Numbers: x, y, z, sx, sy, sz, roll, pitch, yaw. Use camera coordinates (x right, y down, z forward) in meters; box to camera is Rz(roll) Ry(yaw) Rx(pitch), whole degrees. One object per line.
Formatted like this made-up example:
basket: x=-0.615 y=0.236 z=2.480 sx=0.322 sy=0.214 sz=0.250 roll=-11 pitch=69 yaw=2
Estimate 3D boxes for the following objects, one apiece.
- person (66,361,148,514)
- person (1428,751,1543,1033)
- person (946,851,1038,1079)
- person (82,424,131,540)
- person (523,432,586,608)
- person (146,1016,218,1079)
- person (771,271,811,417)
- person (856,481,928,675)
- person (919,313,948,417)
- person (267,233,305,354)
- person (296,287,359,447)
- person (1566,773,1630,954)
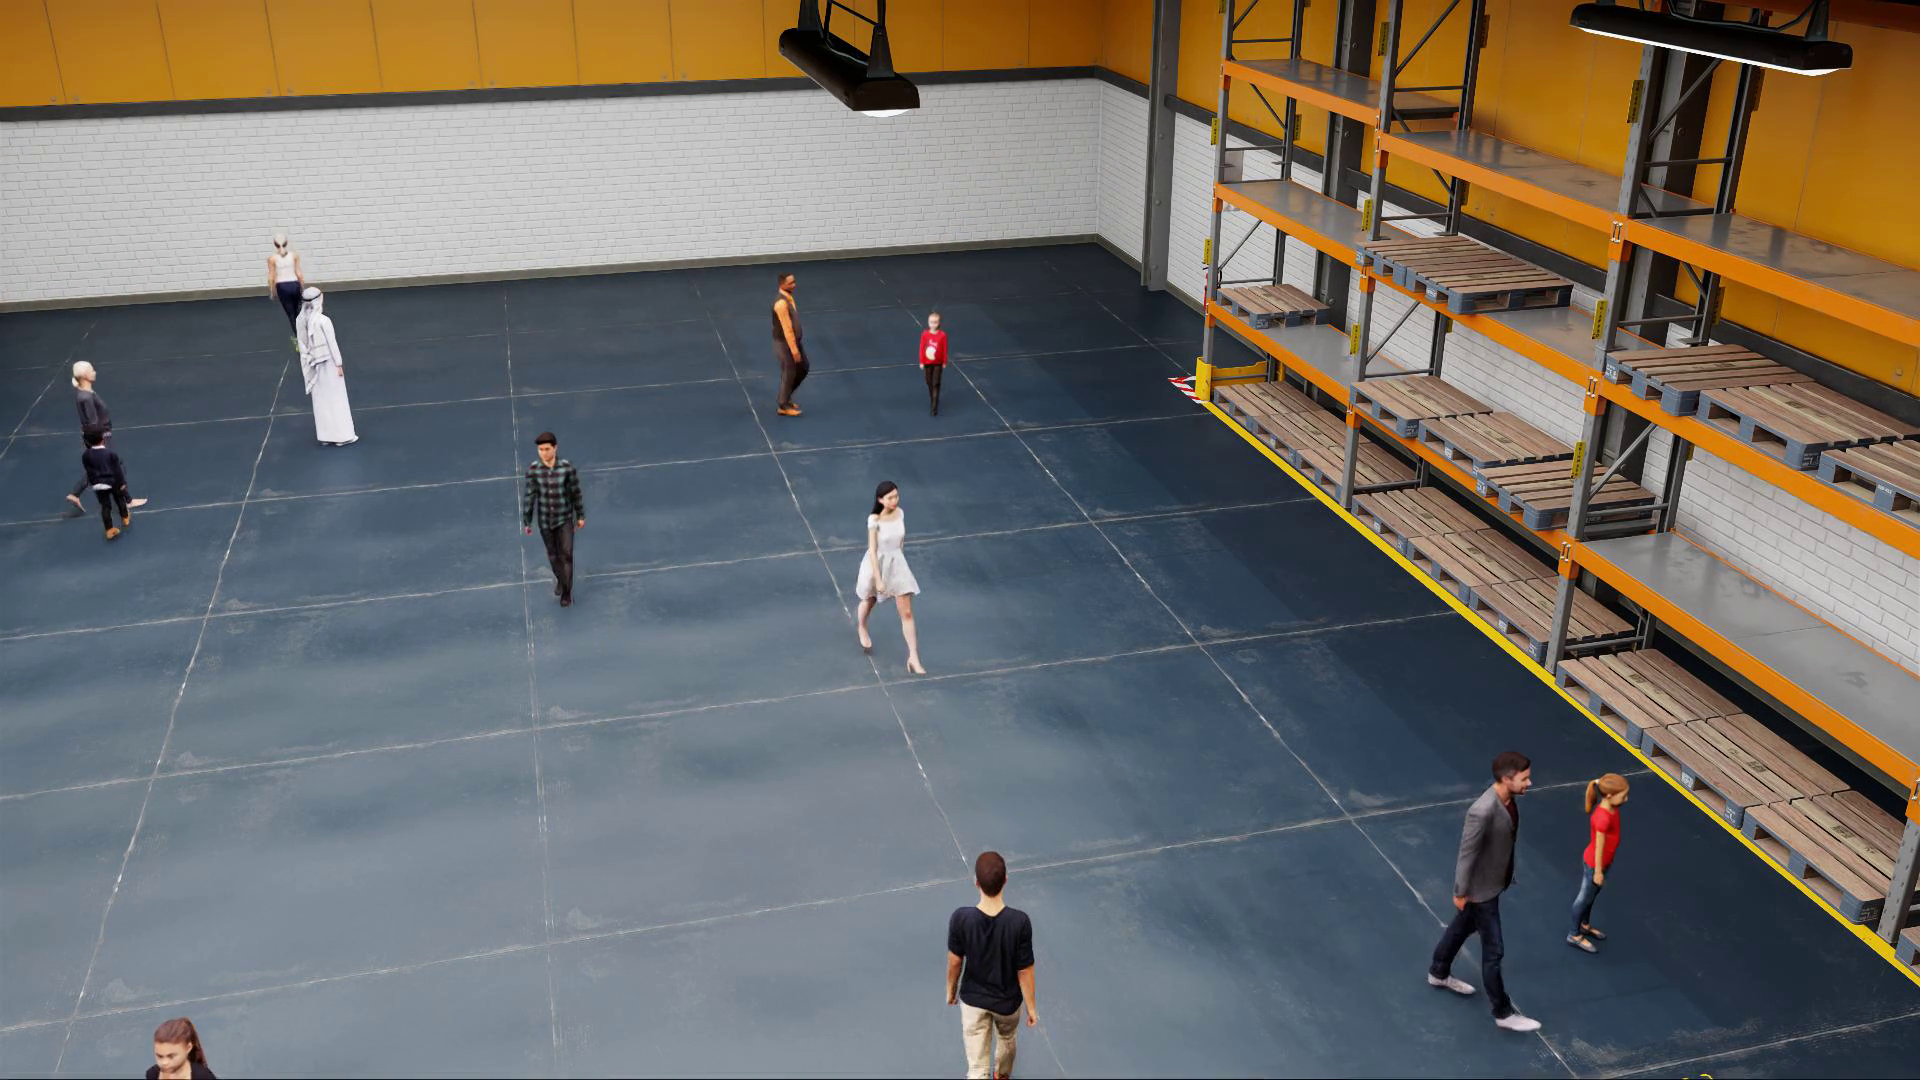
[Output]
person: x=-9.401 y=-1.096 z=17.971 sx=0.963 sy=1.704 sz=1.027 roll=-20 pitch=31 yaw=-38
person: x=3.199 y=2.122 z=10.439 sx=1.160 sy=1.842 sz=1.078 roll=15 pitch=28 yaw=31
person: x=0.165 y=2.652 z=9.278 sx=0.857 sy=1.800 sz=1.246 roll=0 pitch=24 yaw=0
person: x=-8.993 y=-0.597 z=17.466 sx=0.511 sy=1.195 sz=0.786 roll=-4 pitch=24 yaw=-10
person: x=-3.865 y=-0.256 z=15.903 sx=0.860 sy=1.695 sz=1.010 roll=0 pitch=24 yaw=-1
person: x=-3.939 y=3.078 z=8.618 sx=0.640 sy=1.549 sz=0.663 roll=1 pitch=24 yaw=3
person: x=-2.256 y=-2.432 z=20.801 sx=0.868 sy=1.887 sz=0.763 roll=2 pitch=24 yaw=5
person: x=-0.723 y=0.311 z=14.746 sx=0.911 sy=1.711 sz=1.306 roll=-16 pitch=29 yaw=-33
person: x=-0.340 y=-2.272 z=21.222 sx=0.705 sy=1.257 sz=0.978 roll=2 pitch=24 yaw=5
person: x=-9.390 y=-3.429 z=23.347 sx=0.840 sy=1.674 sz=1.019 roll=-19 pitch=30 yaw=-37
person: x=-7.639 y=-2.079 z=19.938 sx=0.810 sy=1.931 sz=0.830 roll=7 pitch=25 yaw=16
person: x=4.238 y=2.128 z=11.089 sx=0.629 sy=1.310 sz=0.577 roll=15 pitch=28 yaw=31
